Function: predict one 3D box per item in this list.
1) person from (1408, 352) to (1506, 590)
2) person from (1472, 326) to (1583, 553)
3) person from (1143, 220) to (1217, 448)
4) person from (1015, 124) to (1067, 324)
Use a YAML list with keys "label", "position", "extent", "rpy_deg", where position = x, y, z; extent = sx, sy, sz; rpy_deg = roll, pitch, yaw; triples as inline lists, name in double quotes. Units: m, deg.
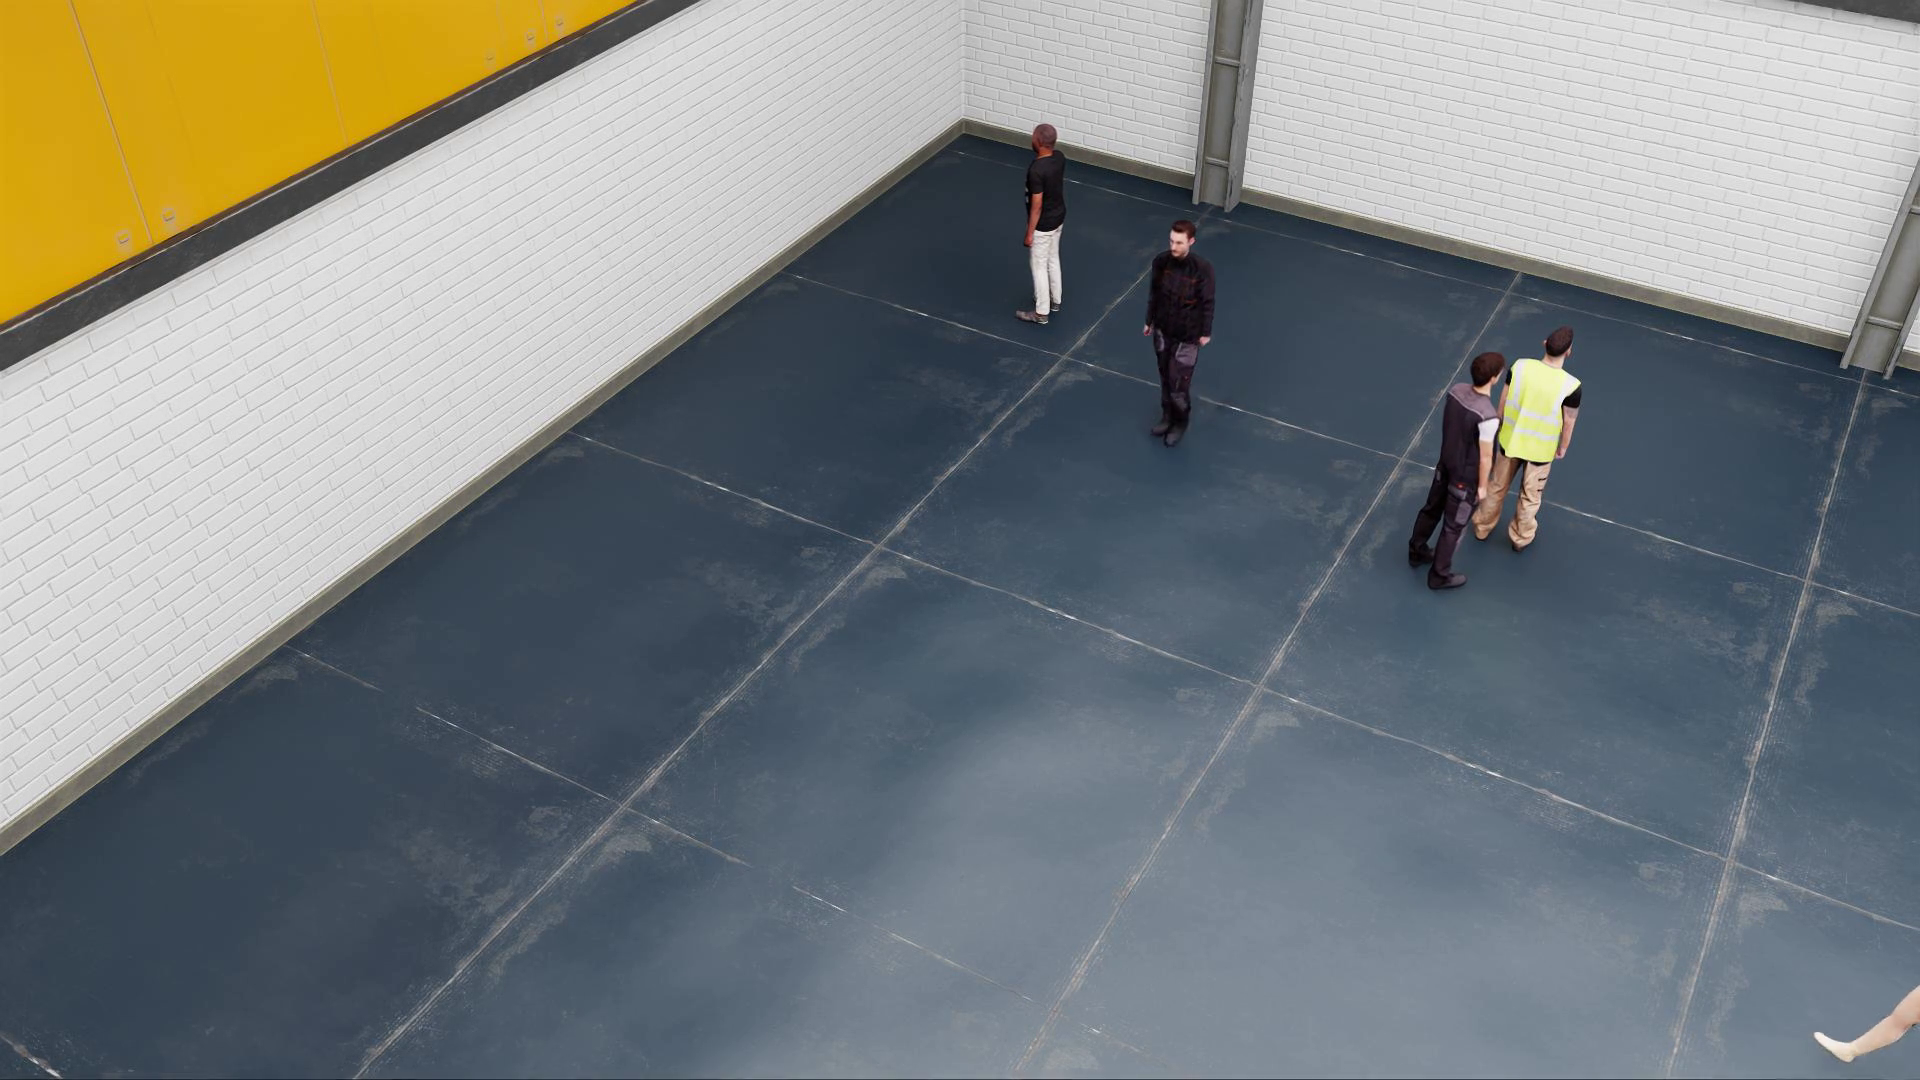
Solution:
- label: "person"
  position: [3.438, -0.484, 11.457]
  extent: [0.792, 1.846, 0.723]
  rpy_deg: [-11, 40, -14]
- label: "person"
  position: [4.021, -0.710, 11.740]
  extent: [0.675, 1.845, 0.773]
  rpy_deg: [24, 44, 27]
- label: "person"
  position: [1.724, -1.639, 12.865]
  extent: [0.650, 1.893, 0.797]
  rpy_deg: [28, 46, 30]
- label: "person"
  position: [0.726, -2.721, 14.292]
  extent: [0.559, 1.804, 0.654]
  rpy_deg: [20, 43, 23]
